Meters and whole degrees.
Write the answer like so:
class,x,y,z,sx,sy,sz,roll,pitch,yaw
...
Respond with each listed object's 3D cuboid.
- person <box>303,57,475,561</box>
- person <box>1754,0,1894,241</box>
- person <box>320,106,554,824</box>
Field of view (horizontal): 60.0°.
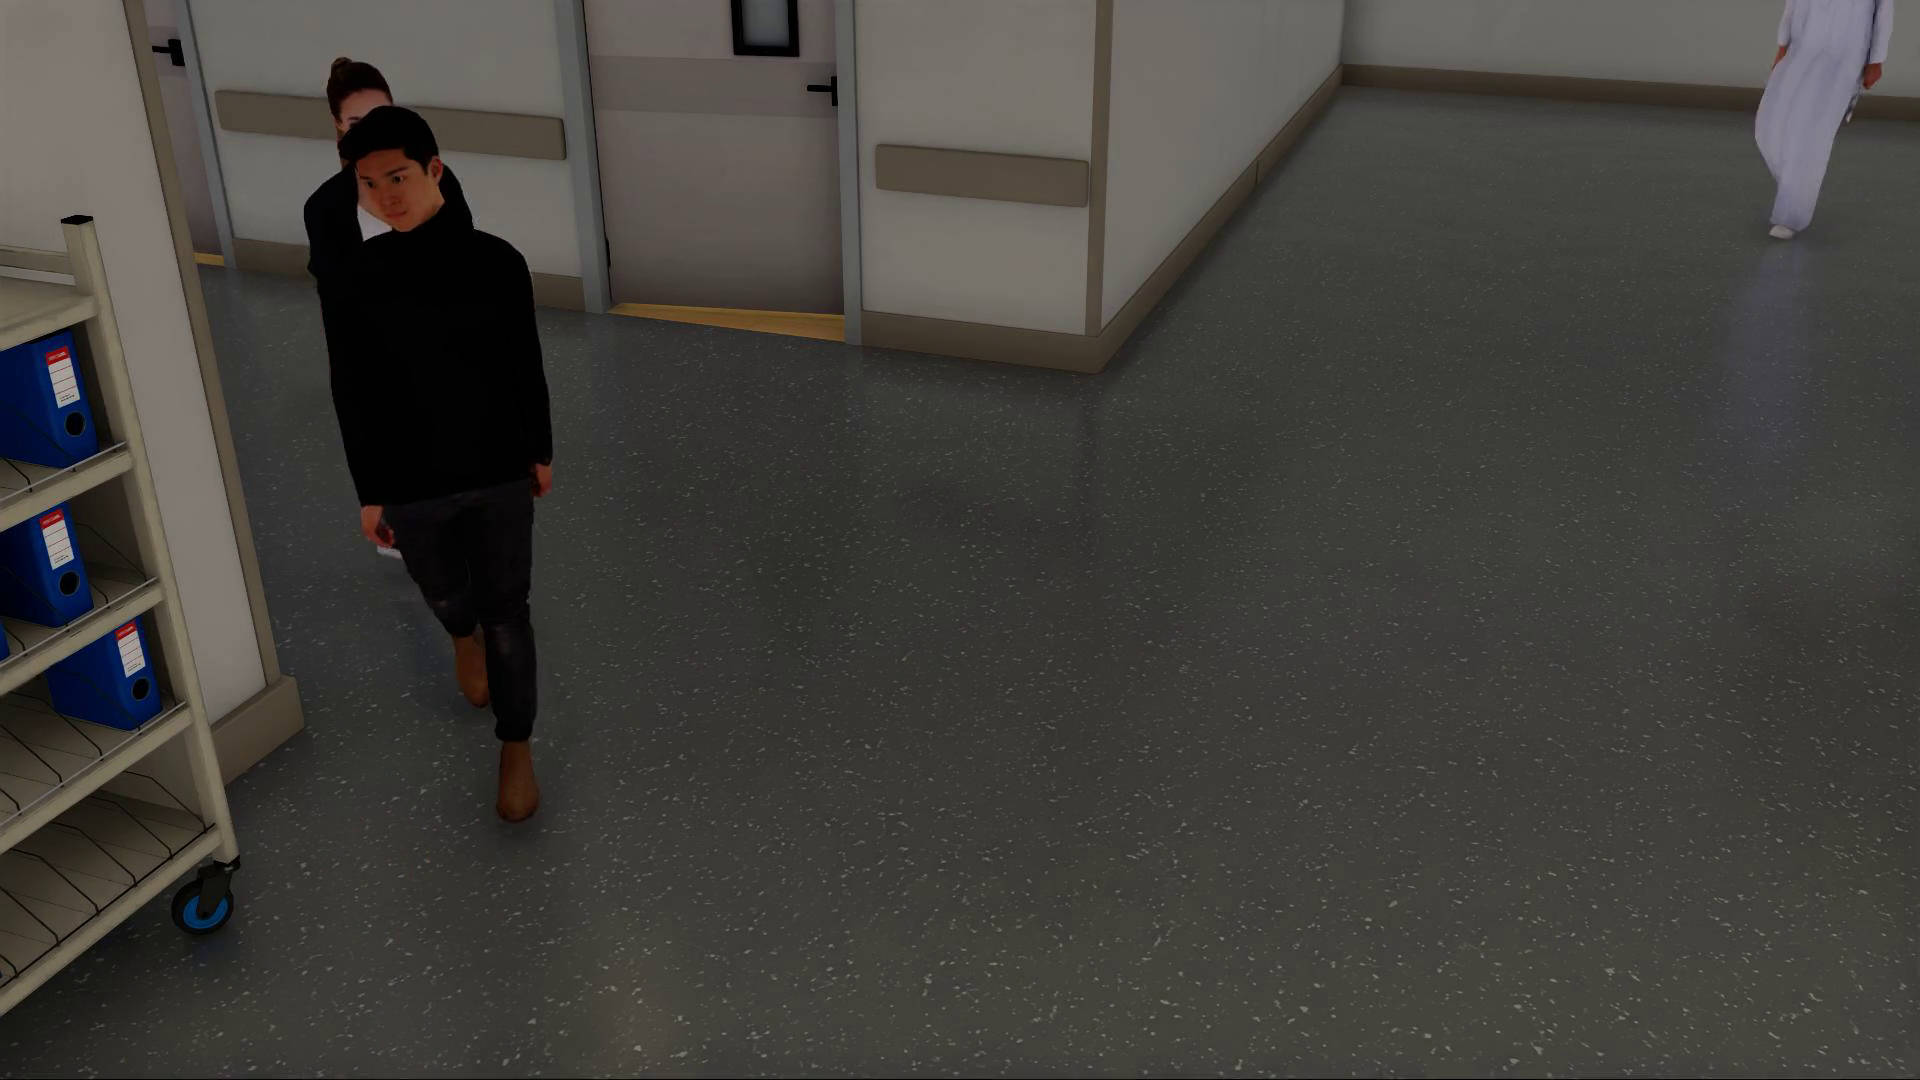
class,x,y,z,sx,sy,sz,roll,pitch,yaw
person,-1.664,-0.553,4.898,1.022,1.630,1.123,23,34,39
person,4.584,-2.549,8.733,1.038,1.893,0.920,-20,32,-35
person,-1.275,-0.219,4.132,1.049,1.692,1.211,-7,27,-15
